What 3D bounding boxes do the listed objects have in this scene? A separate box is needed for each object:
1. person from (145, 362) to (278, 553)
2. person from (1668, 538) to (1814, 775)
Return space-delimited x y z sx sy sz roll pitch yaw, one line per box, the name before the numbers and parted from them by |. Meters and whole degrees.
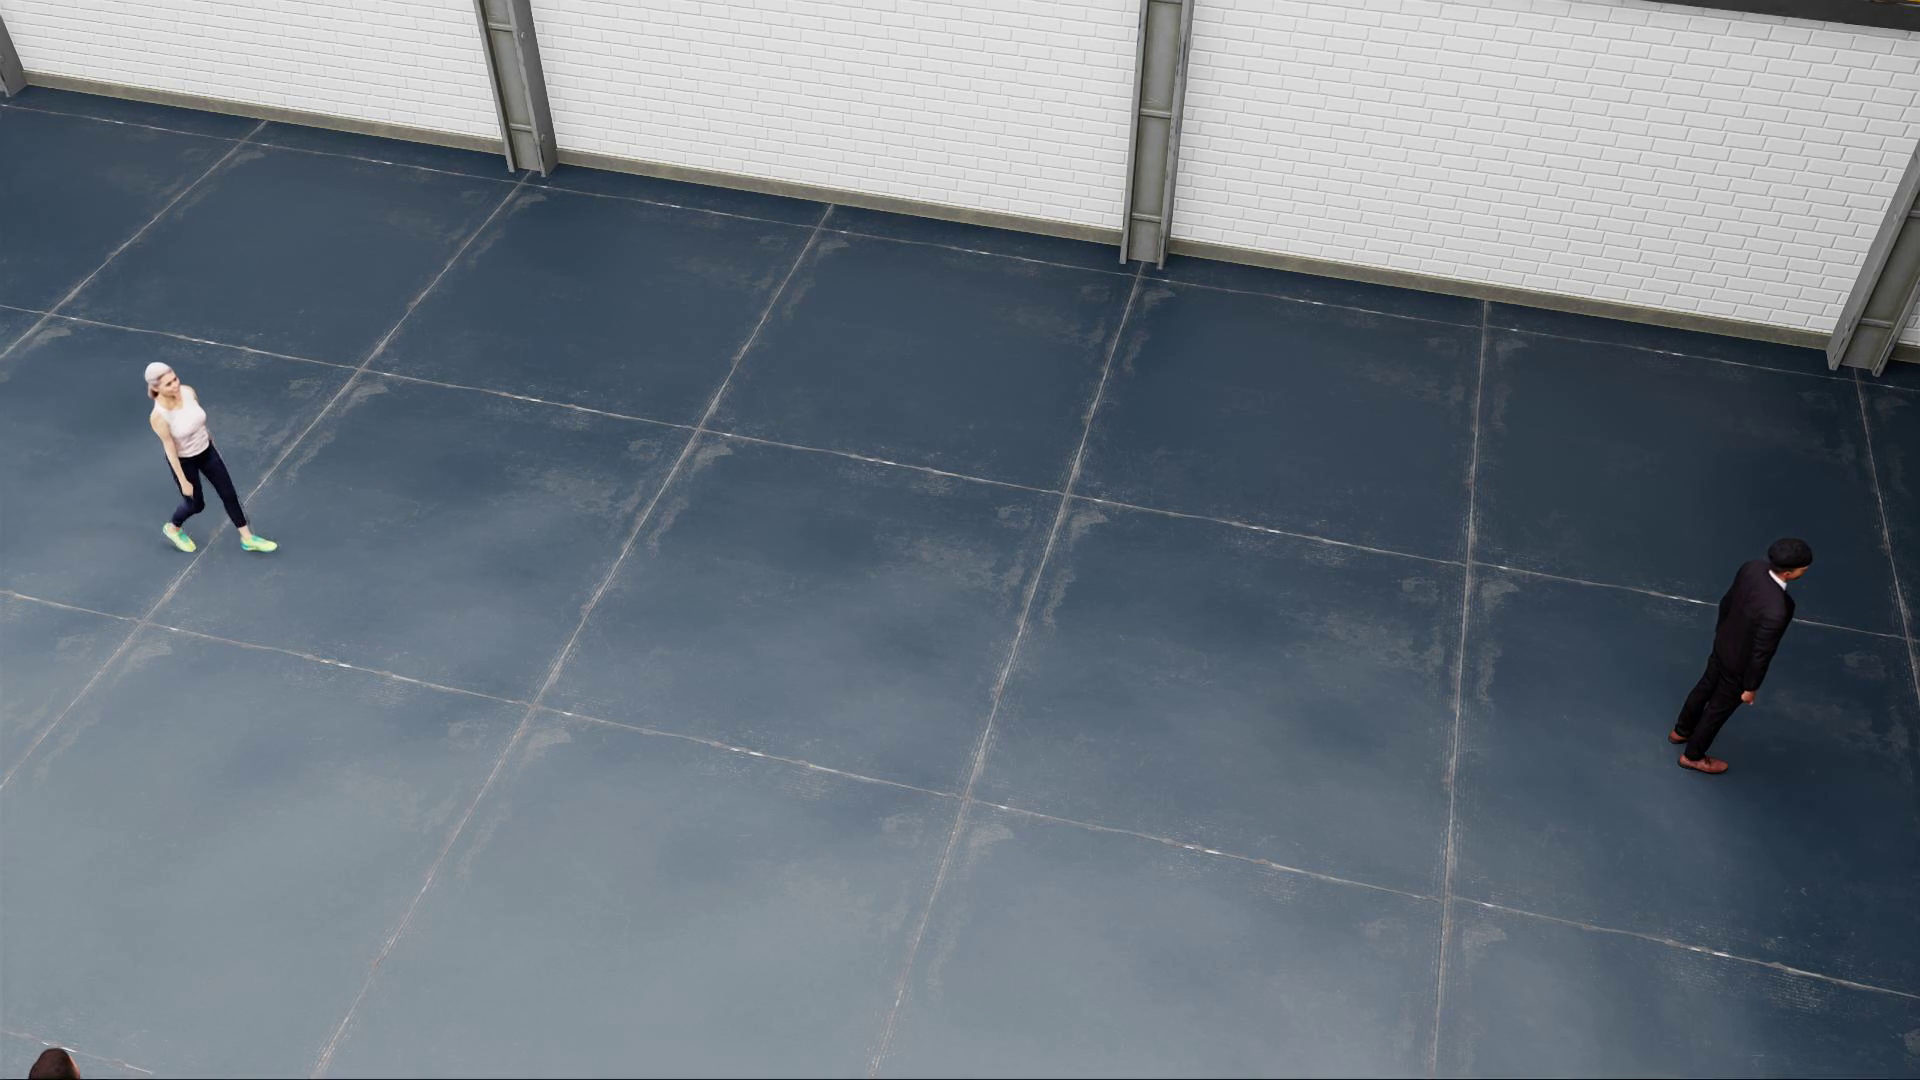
person | -5.445 -0.551 11.681 0.994 1.686 0.598 10 45 11
person | 4.789 0.691 10.237 0.649 1.881 0.754 0 44 0
